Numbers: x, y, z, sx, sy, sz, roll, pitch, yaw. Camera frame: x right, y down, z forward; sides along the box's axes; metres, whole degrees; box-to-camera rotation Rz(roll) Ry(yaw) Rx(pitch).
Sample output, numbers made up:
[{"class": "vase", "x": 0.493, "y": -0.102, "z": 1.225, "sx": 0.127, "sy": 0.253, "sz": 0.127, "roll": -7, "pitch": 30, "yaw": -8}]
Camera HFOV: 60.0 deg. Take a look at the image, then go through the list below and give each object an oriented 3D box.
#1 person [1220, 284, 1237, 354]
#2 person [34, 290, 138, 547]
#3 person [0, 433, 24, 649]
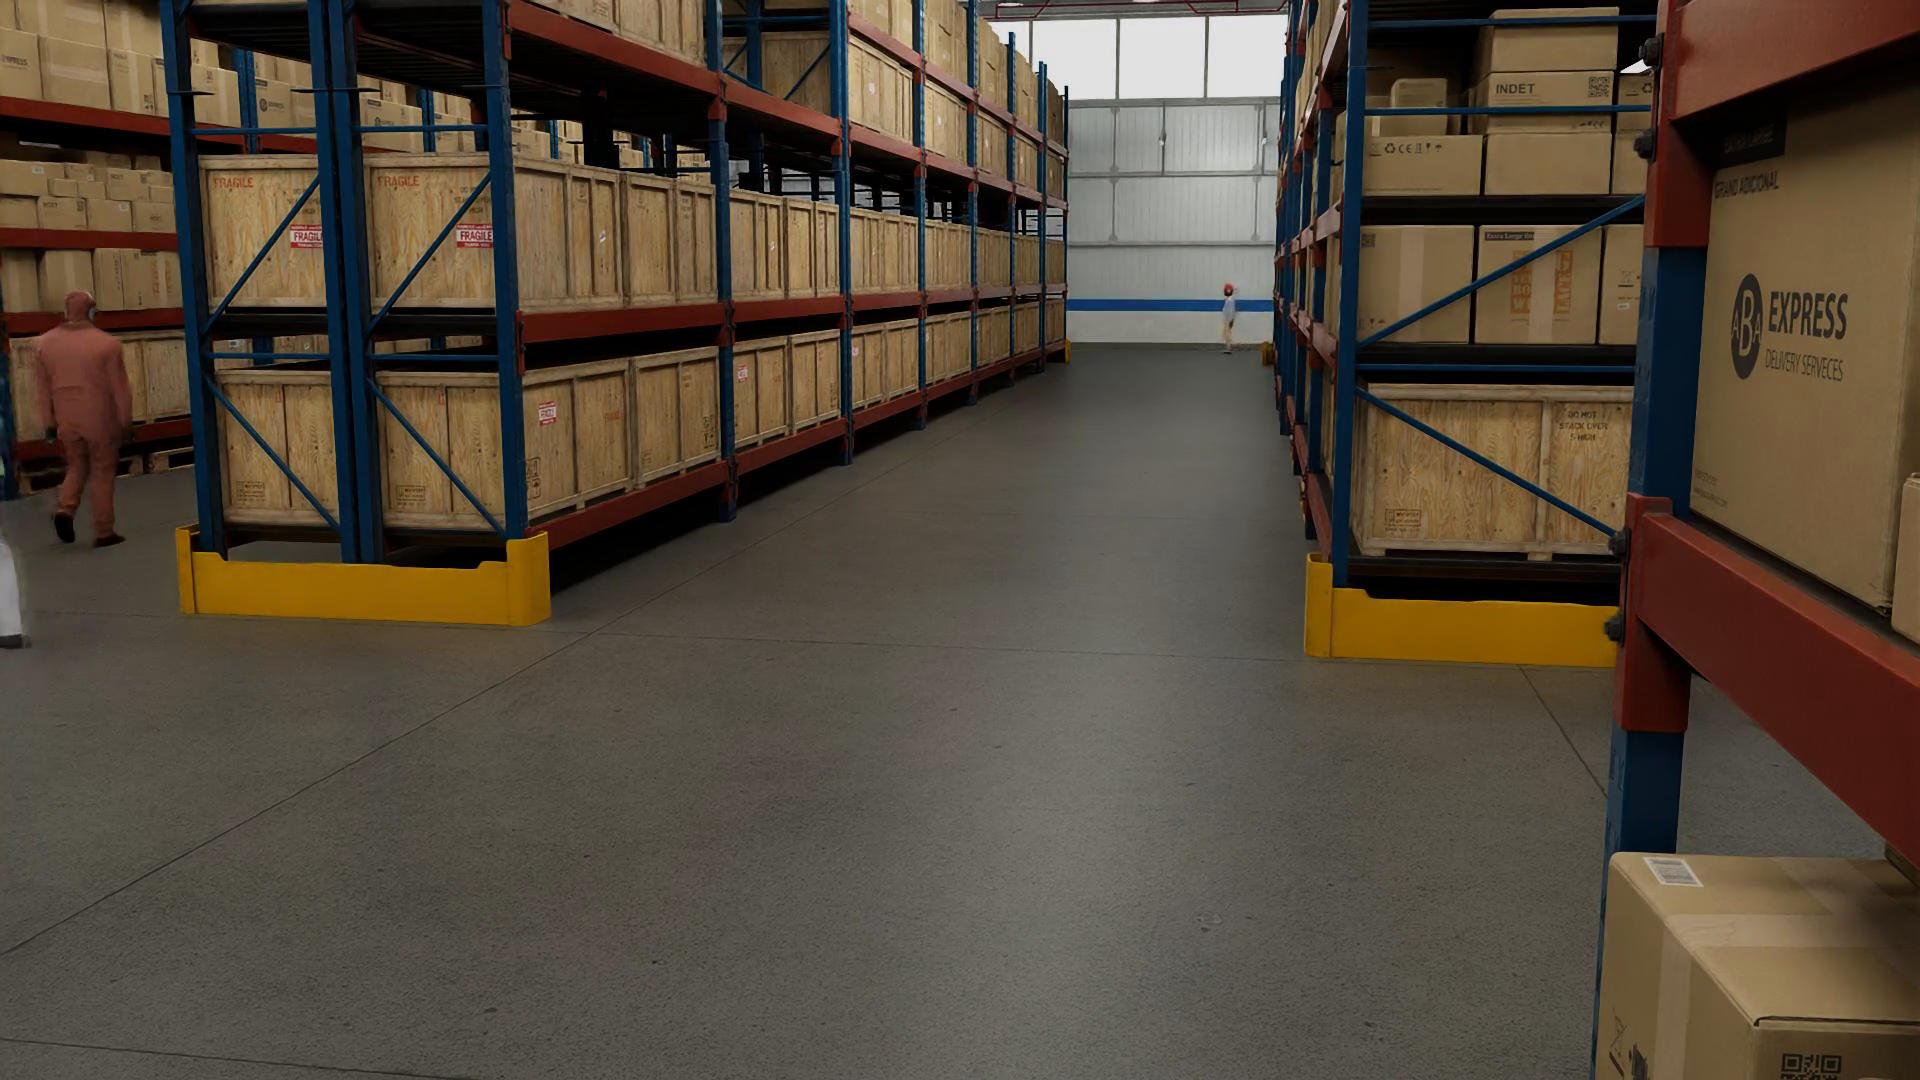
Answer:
[{"class": "person", "x": 6.555, "y": -5.413, "z": 40.798, "sx": 0.367, "sy": 1.737, "sz": 0.567, "roll": 2, "pitch": 9, "yaw": 10}, {"class": "person", "x": -6.398, "y": -0.881, "z": 12.209, "sx": 0.658, "sy": 1.892, "sz": 0.458, "roll": 1, "pitch": 9, "yaw": 4}, {"class": "person", "x": -5.453, "y": -0.310, "z": 8.894, "sx": 0.895, "sy": 1.809, "sz": 0.602, "roll": 2, "pitch": 9, "yaw": 14}]
